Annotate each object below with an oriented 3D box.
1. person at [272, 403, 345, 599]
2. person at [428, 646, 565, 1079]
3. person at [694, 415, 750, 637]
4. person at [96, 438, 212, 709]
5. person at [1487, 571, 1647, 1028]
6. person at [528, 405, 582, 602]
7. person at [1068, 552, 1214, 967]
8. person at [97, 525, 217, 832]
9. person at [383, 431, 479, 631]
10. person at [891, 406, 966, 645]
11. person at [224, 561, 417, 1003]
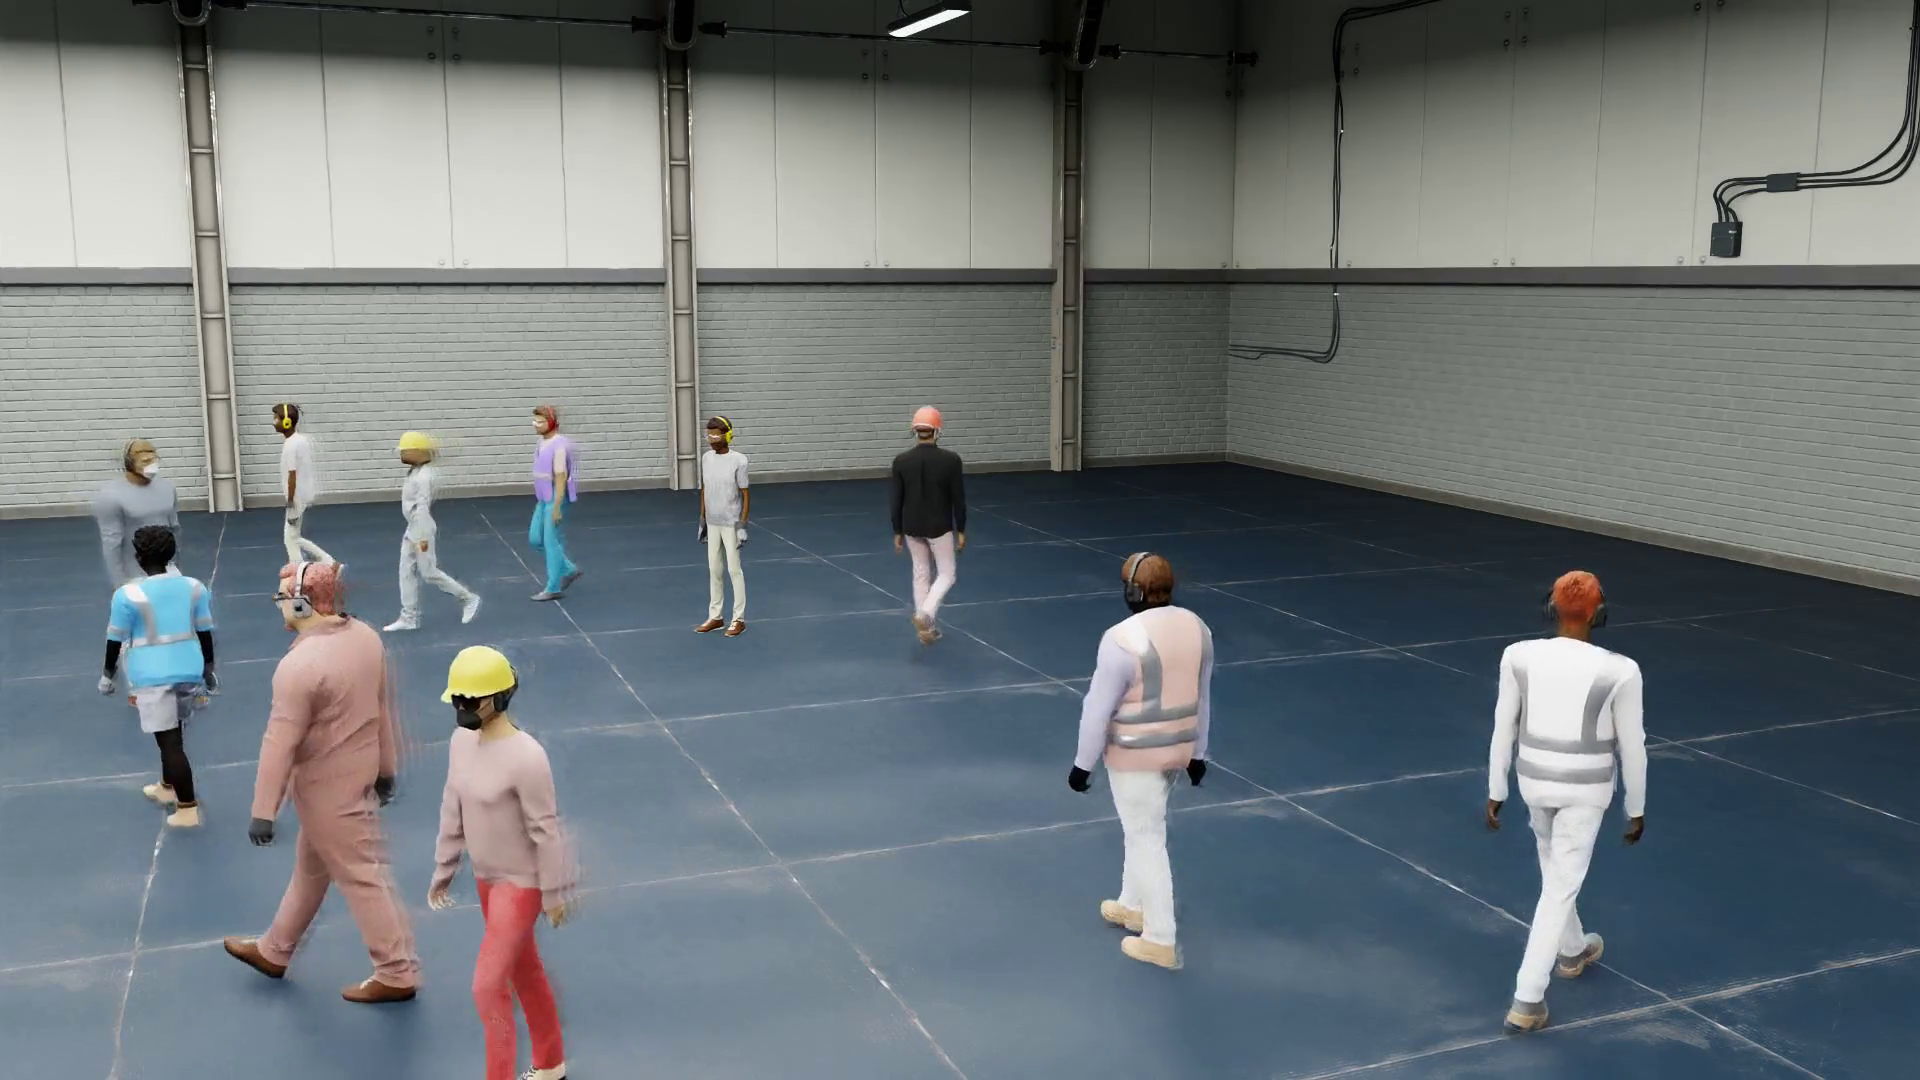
[{"bbox_3d":[-6.164,-0.365,15.609,0.533,1.850,0.543,-1,9,-9],"label":"person"},{"bbox_3d":[-1.692,1.234,5.921,0.701,1.742,0.529,-9,13,-44],"label":"person"},{"bbox_3d":[-2.003,-0.117,14.018,0.520,1.862,0.327,5,11,31],"label":"person"},{"bbox_3d":[-5.522,0.260,11.456,0.738,1.918,0.655,4,10,25],"label":"person"},{"bbox_3d":[2.509,1.036,6.877,0.589,1.828,1.007,8,12,41],"label":"person"},{"bbox_3d":[-3.808,-0.343,15.498,0.432,1.831,0.602,-6,11,-31],"label":"person"},{"bbox_3d":[0.745,0.950,7.444,0.641,1.816,0.747,-9,13,-43],"label":"person"},{"bbox_3d":[-4.458,0.746,9.186,0.809,1.660,0.548,5,10,29],"label":"person"},{"bbox_3d":[-4.559,-0.081,14.233,0.732,1.716,0.493,-5,11,-31],"label":"person"},{"bbox_3d":[-0.268,-0.099,13.520,0.628,1.981,0.648,3,10,20],"label":"person"},{"bbox_3d":[-2.725,1.012,6.904,0.967,1.856,0.681,1,9,5],"label":"person"}]
